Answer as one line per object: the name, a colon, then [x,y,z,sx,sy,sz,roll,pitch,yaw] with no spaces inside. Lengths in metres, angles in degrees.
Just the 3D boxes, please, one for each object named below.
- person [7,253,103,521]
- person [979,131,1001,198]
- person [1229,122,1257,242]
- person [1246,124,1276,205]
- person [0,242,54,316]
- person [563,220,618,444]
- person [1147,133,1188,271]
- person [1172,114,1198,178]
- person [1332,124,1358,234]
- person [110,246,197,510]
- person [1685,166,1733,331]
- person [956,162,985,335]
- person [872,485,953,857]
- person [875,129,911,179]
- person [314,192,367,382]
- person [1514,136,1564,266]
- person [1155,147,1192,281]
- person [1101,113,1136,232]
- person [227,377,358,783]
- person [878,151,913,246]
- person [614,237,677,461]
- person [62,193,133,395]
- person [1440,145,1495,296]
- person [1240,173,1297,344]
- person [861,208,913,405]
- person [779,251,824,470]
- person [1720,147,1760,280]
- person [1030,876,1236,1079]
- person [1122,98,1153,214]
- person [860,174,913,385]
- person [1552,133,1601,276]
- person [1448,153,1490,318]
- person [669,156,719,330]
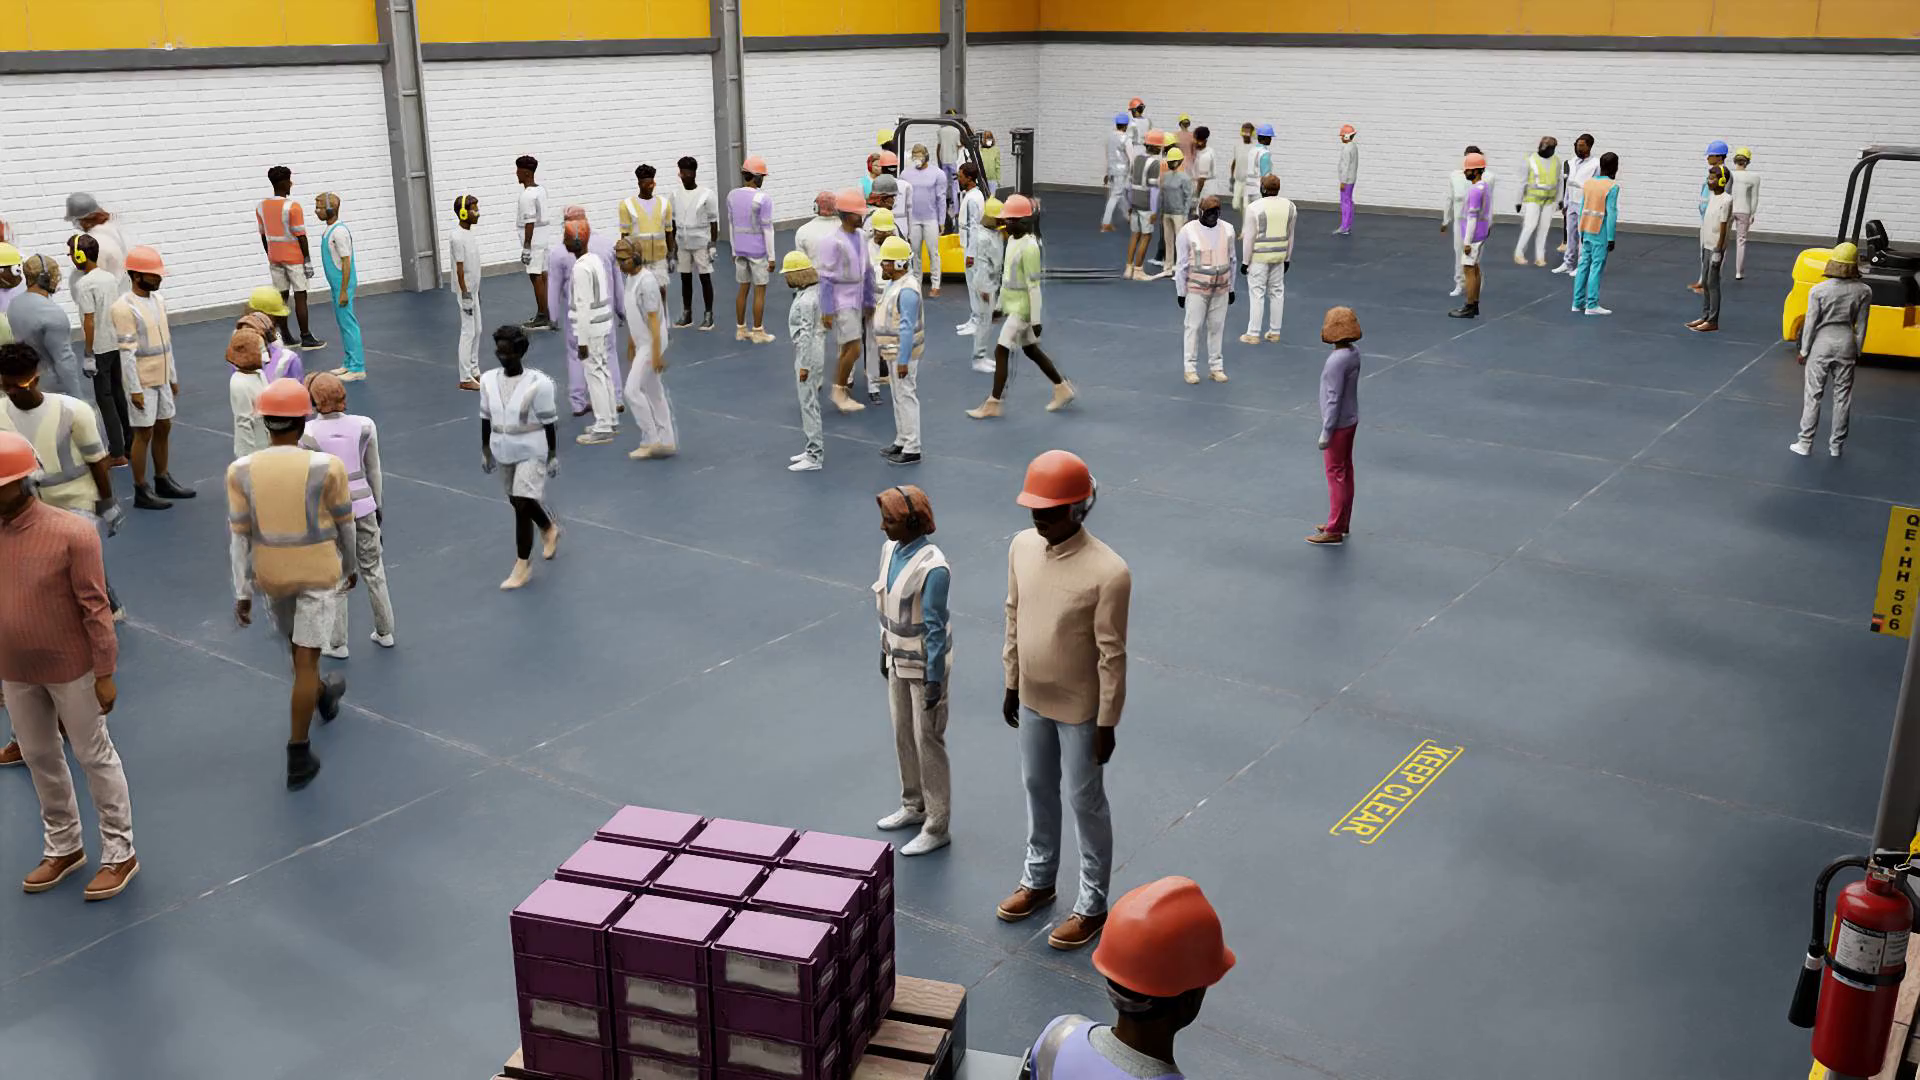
person: [-6.387,-1.048,11.725,0.636,1.929,0.385,13,22,34]
person: [0.440,-5.943,27.522,0.497,1.626,0.288,-7,19,-21]
person: [4.538,-5.667,26.289,0.538,1.854,0.528,11,21,31]
person: [4.408,-5.119,24.438,0.415,1.940,0.605,-3,18,-10]
person: [-7.320,-1.408,12.998,0.599,1.830,0.403,4,18,13]
person: [-3.116,-1.755,14.016,0.341,1.878,0.590,0,18,-1]
person: [2.844,-4.732,23.289,0.827,1.890,0.590,14,23,37]
person: [3.984,-6.726,29.764,0.532,1.755,0.342,-3,18,-10]
person: [6.294,-5.892,27.166,0.353,1.743,0.566,8,19,23]
person: [-5.892,-1.183,12.162,0.426,1.923,0.556,2,18,8]
person: [8.544,-3.302,18.887,0.328,1.861,0.501,1,18,3]
person: [0.145,-3.268,18.675,0.373,1.916,0.596,0,18,0]
person: [-0.197,0.547,7.209,0.320,1.630,0.528,-10,20,-28]
person: [-0.999,-5.033,24.252,0.601,1.879,0.600,2,18,6]
person: [-6.092,-2.480,16.329,0.329,1.844,0.517,-9,20,-27]
person: [8.273,-4.822,23.696,0.659,1.820,0.499,-5,18,-15]
person: [2.881,-4.399,22.463,0.323,1.765,0.534,-13,22,-34]
person: [2.693,-6.055,27.427,0.992,1.893,0.608,-10,20,-28]
person: [-3.184,0.148,8.053,0.540,1.869,1.039,0,18,-1]
person: [-0.831,-3.673,19.925,0.544,1.930,0.387,-9,20,-27]
person: [-2.575,-1.534,13.413,0.561,1.812,0.568,-8,19,-24]
person: [-7.749,-2.181,15.080,0.572,2.000,0.711,-3,18,-10]
person: [6.444,-4.047,21.137,0.447,1.904,0.602,-17,24,-42]
person: [3.339,-3.066,18.169,0.633,1.843,0.429,-8,19,-22]
person: [-0.700,-2.156,15.364,0.602,1.819,0.403,-7,19,-21]
person: [-1.252,-1.425,13.221,0.323,1.728,0.489,-3,18,-8]
person: [10.495,-4.415,22.523,0.526,1.760,0.337,7,19,21]
person: [0.381,1.590,3.474,0.379,1.930,0.545,-12,21,-33]
person: [3.132,-6.814,29.578,0.606,2.037,0.382,-13,22,-35]
person: [-0.723,-2.555,16.250,0.535,2.000,0.686,-4,18,-13]
person: [8.527,-4.600,22.841,0.391,1.920,0.587,-7,19,-21]
person: [6.046,-3.599,19.695,0.386,1.930,0.545,9,20,26]
person: [-3.031,-3.373,18.928,0.609,1.965,0.369,7,19,20]
